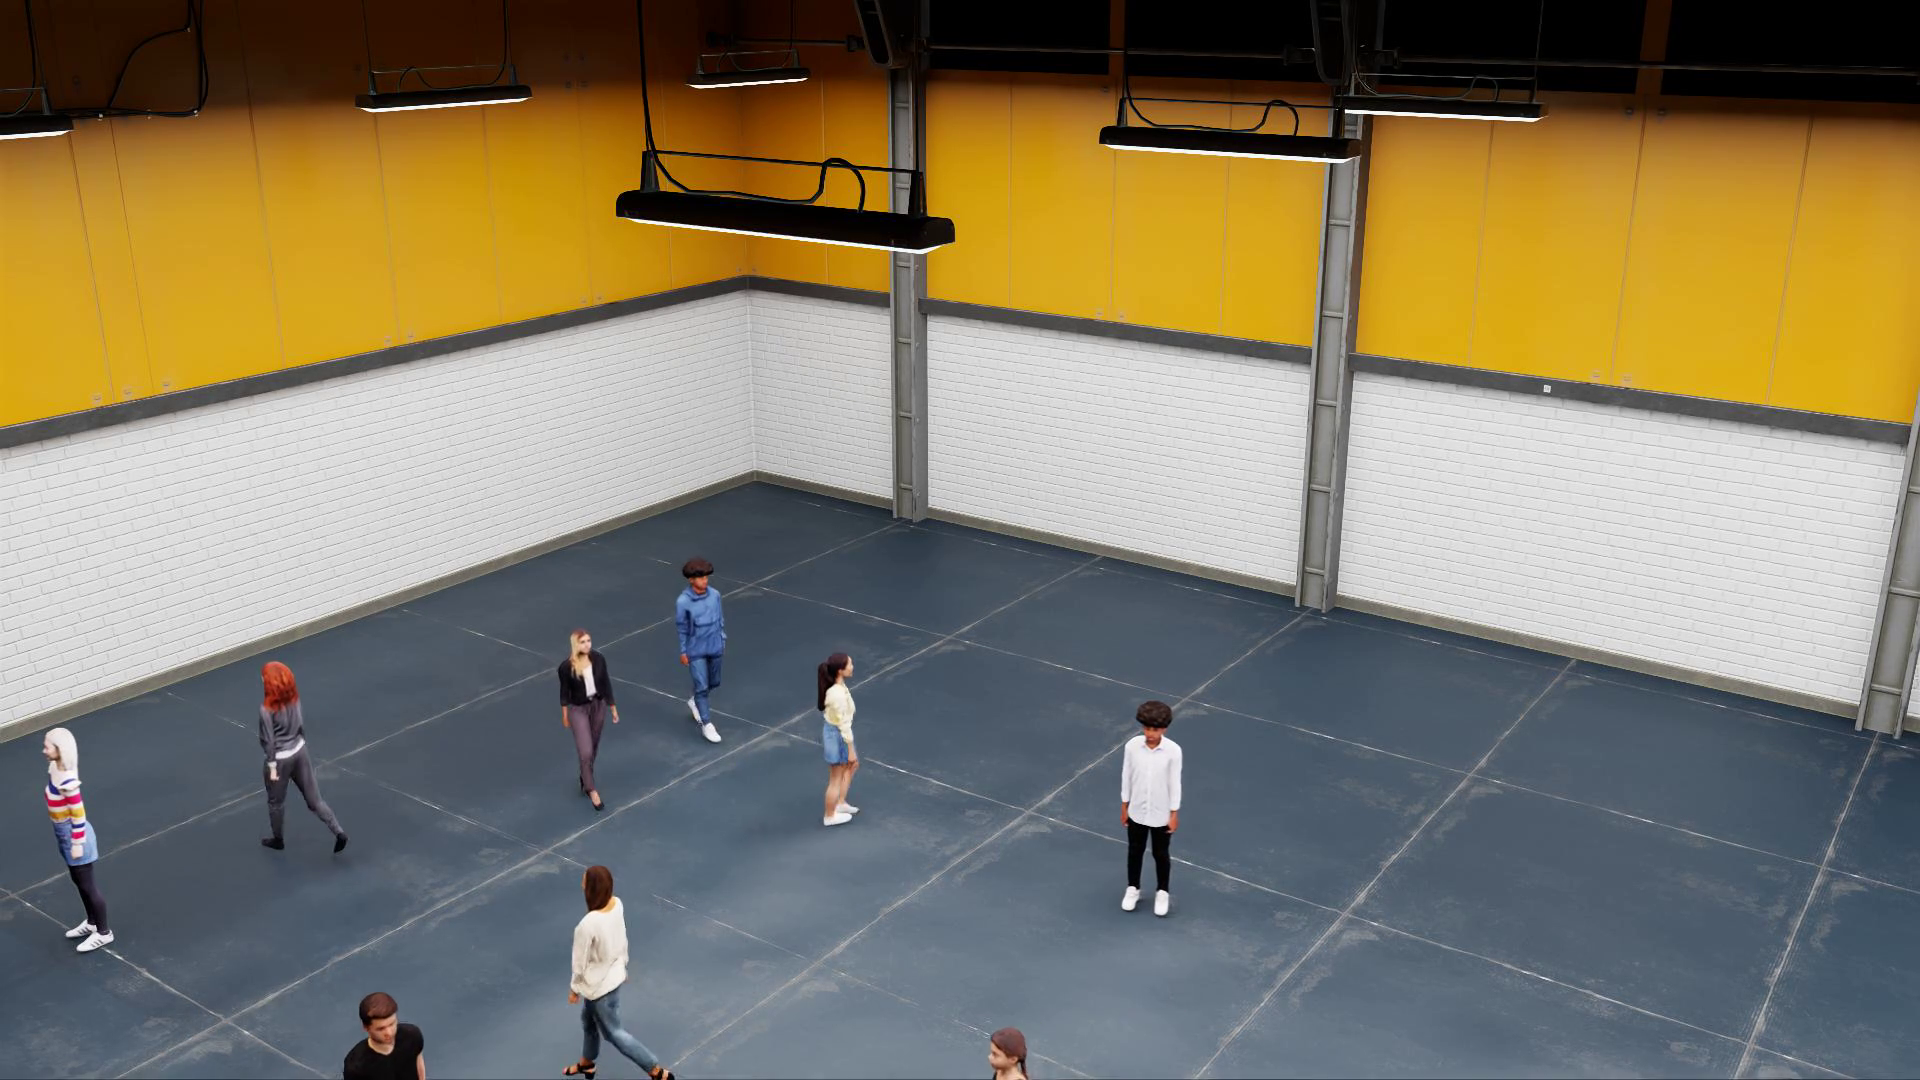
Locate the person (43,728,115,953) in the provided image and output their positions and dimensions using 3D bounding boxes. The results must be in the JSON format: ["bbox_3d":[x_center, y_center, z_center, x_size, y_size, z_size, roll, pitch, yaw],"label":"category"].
[{"bbox_3d":[-6.703,2.247,12.613,0.769,1.808,0.573,-14,23,-36],"label":"person"}]

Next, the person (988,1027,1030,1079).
[{"bbox_3d":[0.359,3.461,9.447,0.921,1.528,1.030,-8,20,-23],"label":"person"}]

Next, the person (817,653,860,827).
[{"bbox_3d":[-1.135,1.740,14.411,0.833,1.621,0.749,-6,19,-16],"label":"person"}]

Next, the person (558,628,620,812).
[{"bbox_3d":[-3.385,1.552,14.921,0.722,1.652,0.885,-15,24,-38],"label":"person"}]

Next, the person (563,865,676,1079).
[{"bbox_3d":[-2.259,2.919,10.868,1.150,1.648,0.866,4,19,13],"label":"person"}]

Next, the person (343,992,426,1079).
[{"bbox_3d":[-3.276,3.306,9.469,1.243,1.808,0.830,17,25,41],"label":"person"}]

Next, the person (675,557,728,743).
[{"bbox_3d":[-2.551,1.022,16.276,0.852,1.791,1.053,-15,24,-37],"label":"person"}]

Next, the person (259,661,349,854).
[{"bbox_3d":[-5.532,1.860,13.853,1.170,1.751,0.742,8,20,23],"label":"person"}]

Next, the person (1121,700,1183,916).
[{"bbox_3d":[1.501,2.090,13.084,0.586,1.804,0.742,6,20,19],"label":"person"}]
